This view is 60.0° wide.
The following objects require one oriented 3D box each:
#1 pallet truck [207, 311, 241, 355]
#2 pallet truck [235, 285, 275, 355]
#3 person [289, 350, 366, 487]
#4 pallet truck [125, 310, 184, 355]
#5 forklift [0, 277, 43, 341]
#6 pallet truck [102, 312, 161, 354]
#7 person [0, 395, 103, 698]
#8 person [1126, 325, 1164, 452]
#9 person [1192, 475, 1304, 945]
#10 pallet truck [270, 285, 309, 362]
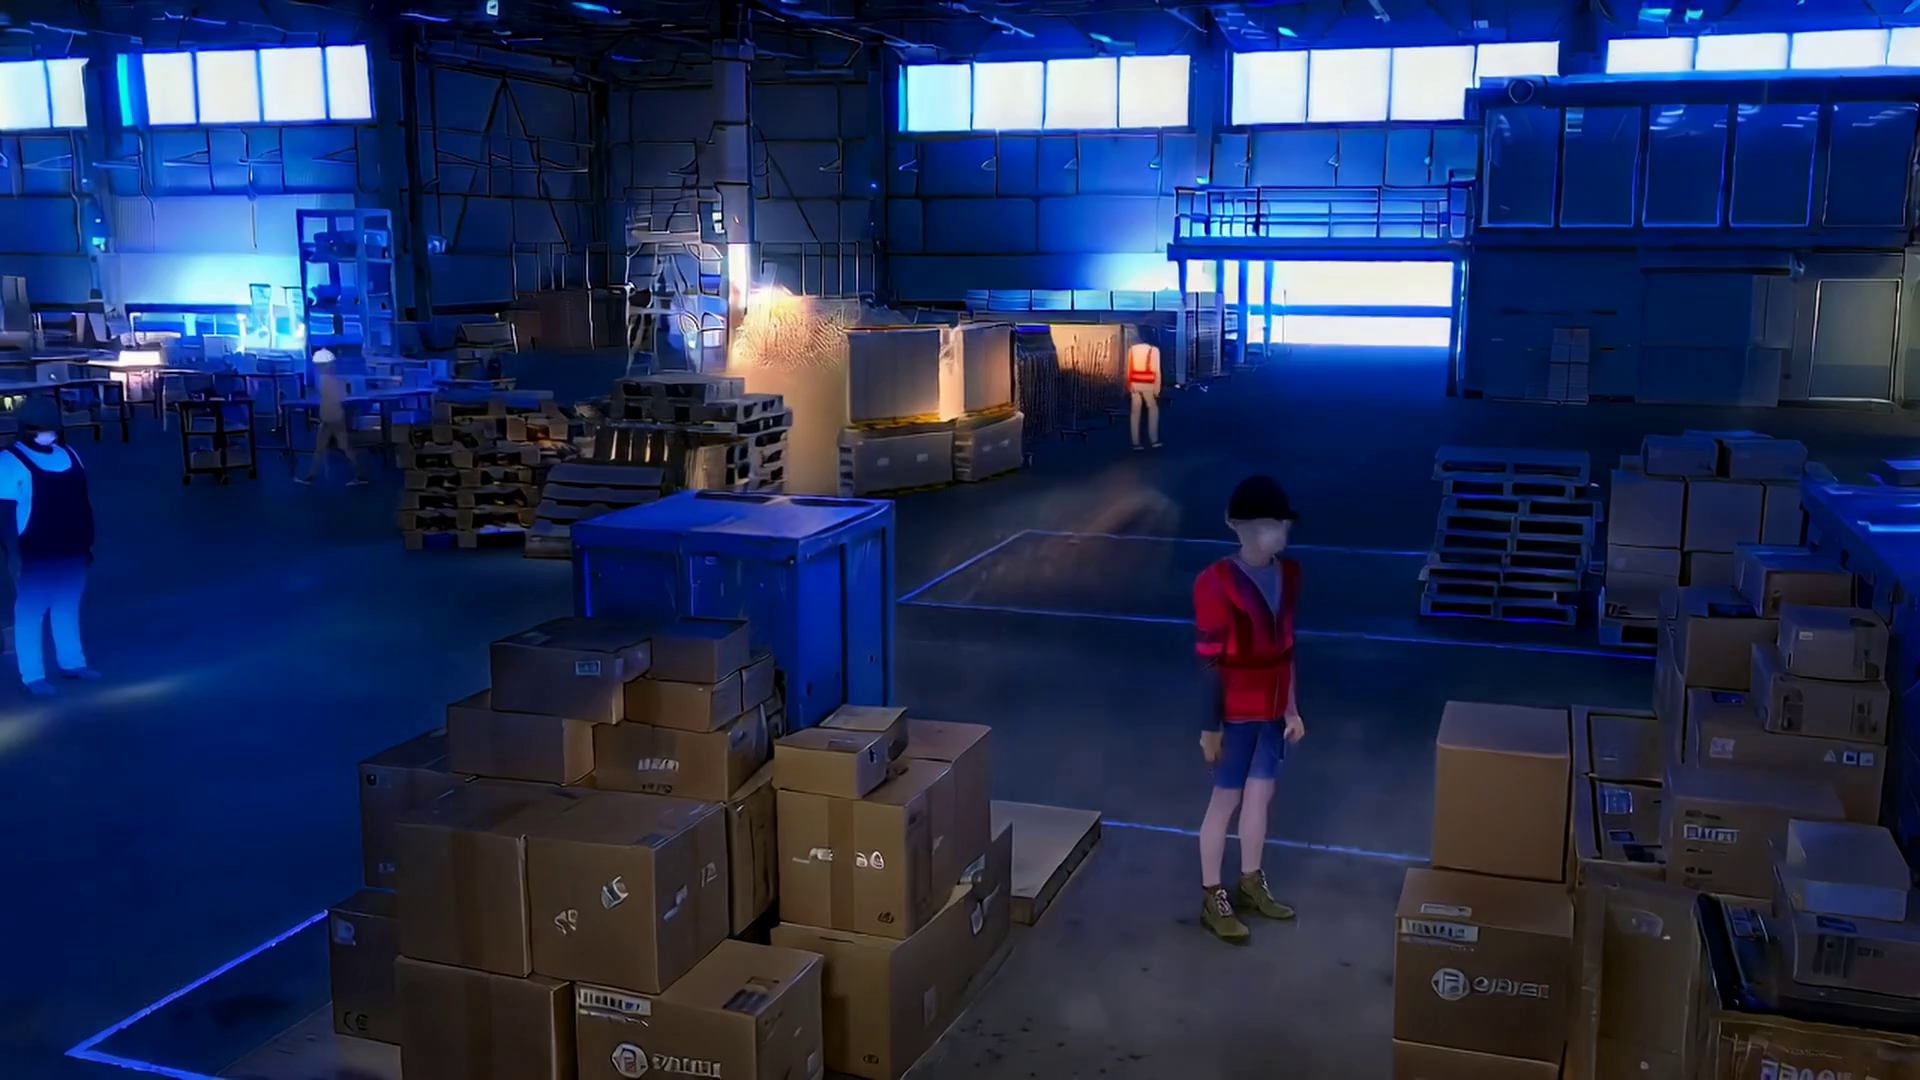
[{"bbox_3d":[-19.537,-5.575,44.913,0.653,1.274,1.630,3,11,19],"label":"pallet truck"},{"bbox_3d":[-18.327,-5.835,44.421,0.823,1.965,1.885,4,11,23],"label":"pallet truck"},{"bbox_3d":[-7.946,-1.516,20.865,0.917,1.712,0.537,-7,12,-34],"label":"person"},{"bbox_3d":[-22.038,-5.665,45.457,0.704,1.261,1.522,3,11,17],"label":"pallet truck"},{"bbox_3d":[-27.151,-6.329,46.328,1.157,1.987,2.680,3,11,17],"label":"forklift"},{"bbox_3d":[-23.057,-5.777,46.261,0.680,1.201,1.601,3,11,19],"label":"pallet truck"},{"bbox_3d":[-6.149,0.026,11.292,0.536,2.000,0.684,3,11,18],"label":"person"},{"bbox_3d":[2.766,-2.236,24.530,0.606,1.859,0.774,7,12,35],"label":"person"},{"bbox_3d":[1.285,0.732,7.300,0.611,2.048,0.364,-8,13,-38],"label":"person"},{"bbox_3d":[-17.147,-5.700,43.663,0.823,1.965,1.885,3,11,17],"label":"pallet truck"}]
